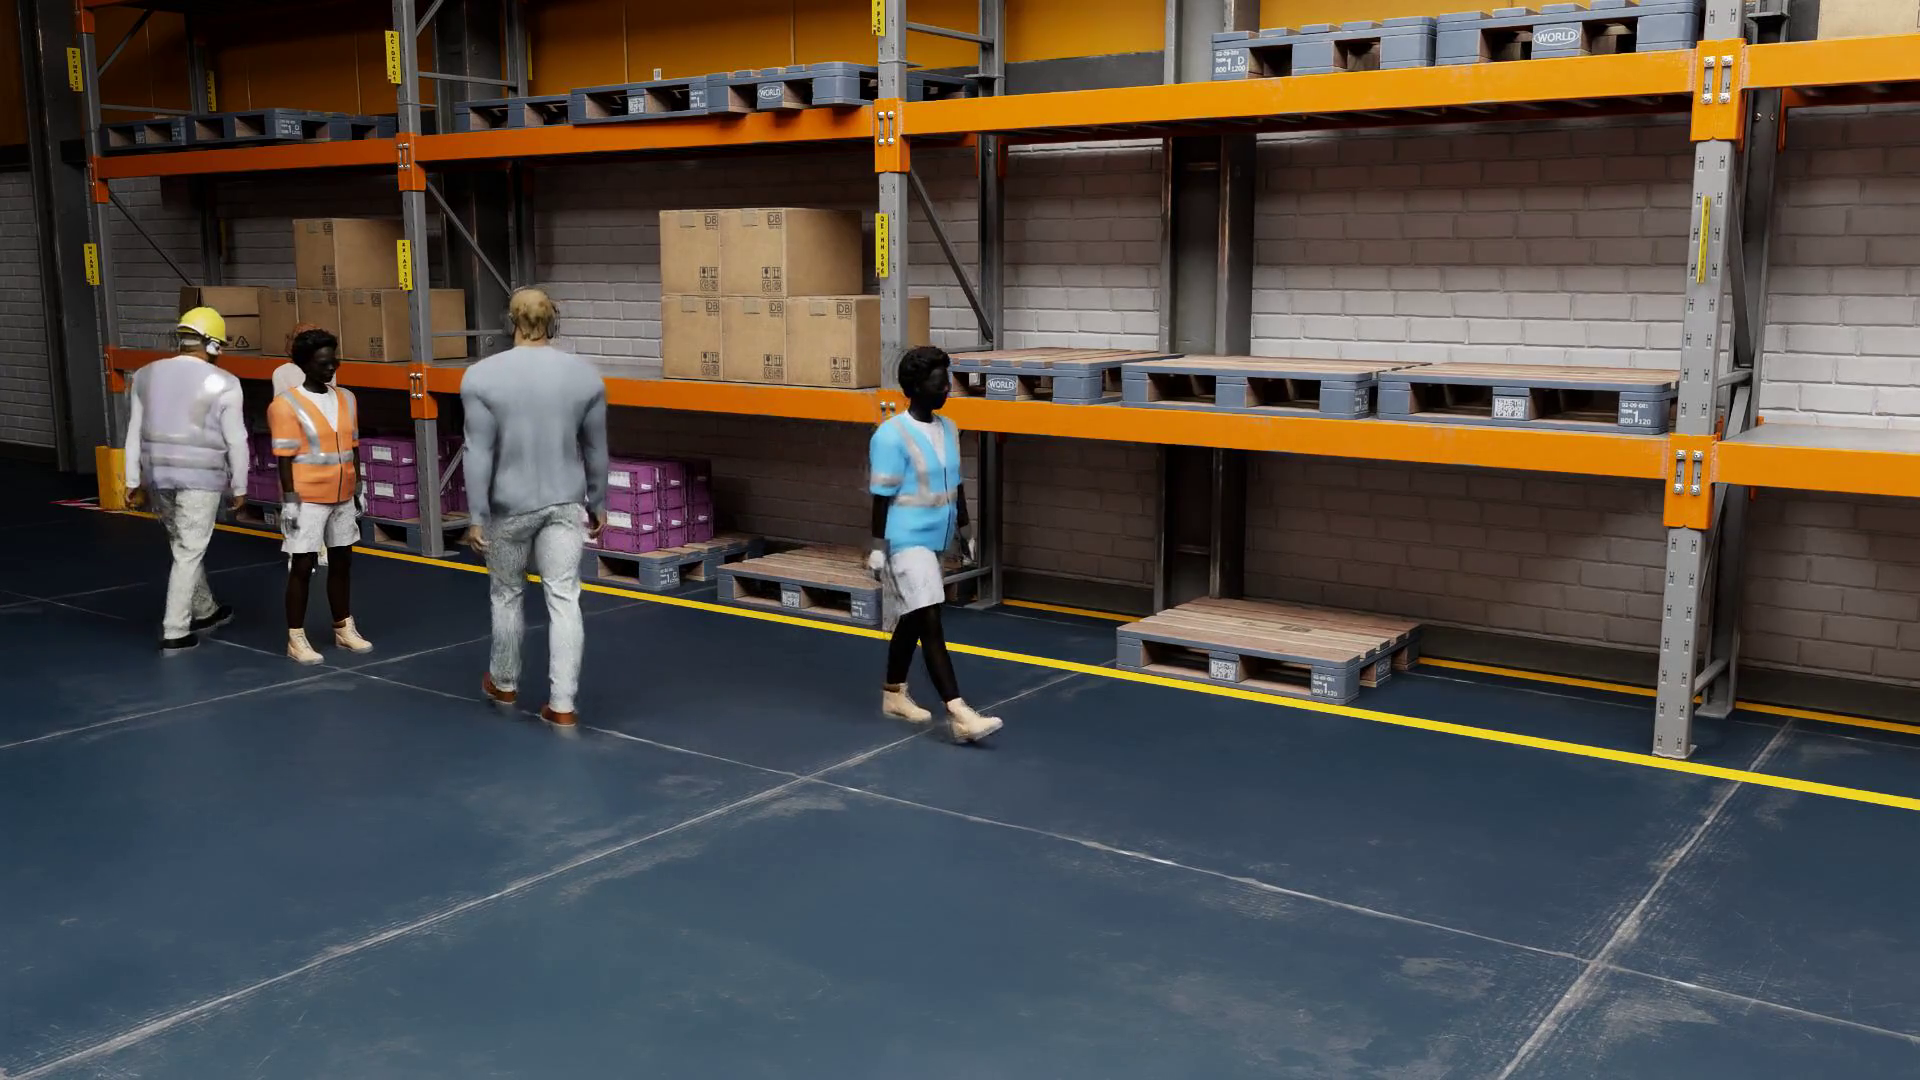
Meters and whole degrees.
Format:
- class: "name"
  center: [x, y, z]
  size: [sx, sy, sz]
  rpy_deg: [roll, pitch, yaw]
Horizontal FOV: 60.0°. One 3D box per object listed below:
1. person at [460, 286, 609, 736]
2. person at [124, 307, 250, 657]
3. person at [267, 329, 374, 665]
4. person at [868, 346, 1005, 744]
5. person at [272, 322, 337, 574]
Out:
- class: "person"
  center: [-1.879, -0.148, 7.308]
  size: [0.660, 1.900, 0.917]
  rpy_deg: [-5, 11, -28]
- class: "person"
  center: [-3.984, -0.325, 8.746]
  size: [0.611, 1.780, 0.846]
  rpy_deg: [2, 10, 11]
- class: "person"
  center: [-3.228, -0.218, 8.397]
  size: [0.320, 1.688, 0.533]
  rpy_deg: [5, 11, 27]
- class: "person"
  center: [-0.079, 0.021, 7.032]
  size: [0.773, 1.664, 0.551]
  rpy_deg: [6, 11, 32]
- class: "person"
  center: [-4.238, -0.599, 10.843]
  size: [0.277, 1.629, 0.497]
  rpy_deg: [5, 11, 29]
